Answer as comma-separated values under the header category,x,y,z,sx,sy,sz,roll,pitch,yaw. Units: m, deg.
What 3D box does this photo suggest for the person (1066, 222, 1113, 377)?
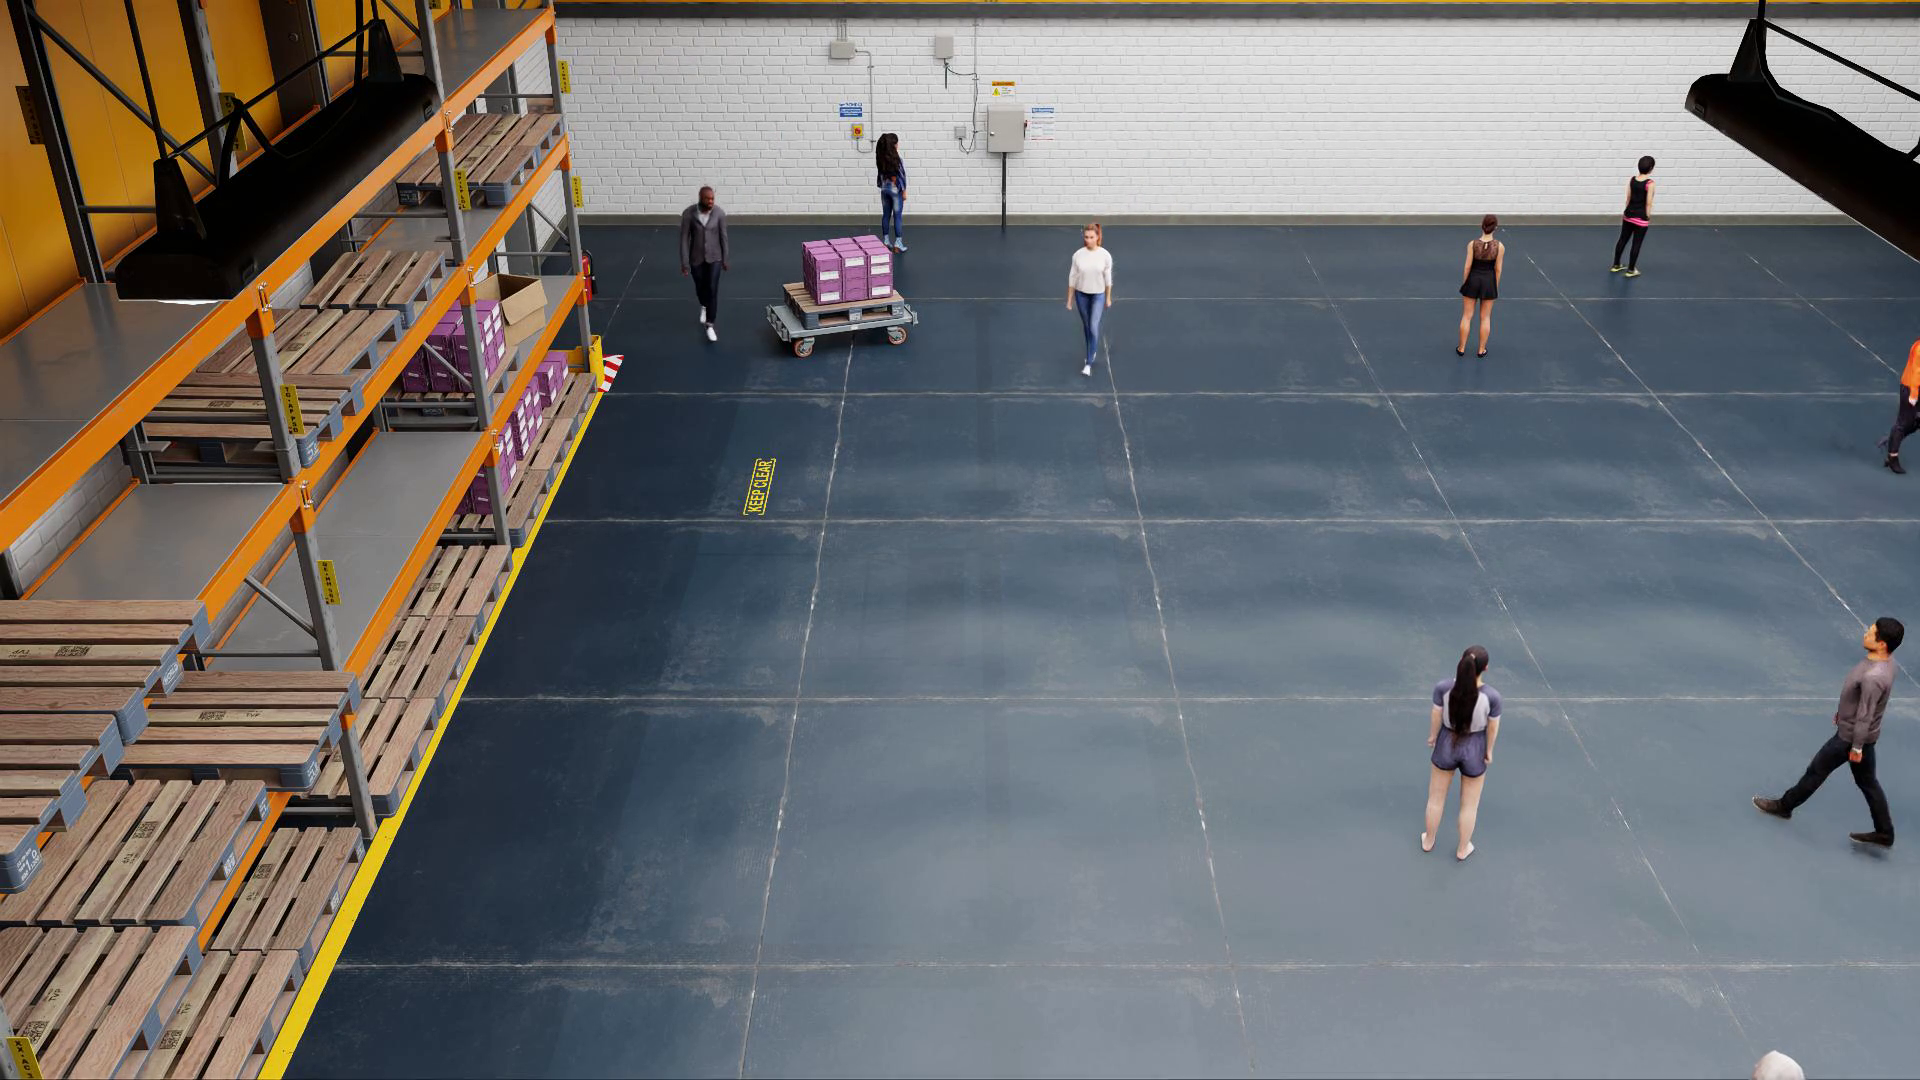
category,x,y,z,sx,sy,sz,roll,pitch,yaw
person,1.482,-2.735,18.697,0.825,1.679,1.123,8,30,15

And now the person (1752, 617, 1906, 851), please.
category,x,y,z,sx,sy,sz,roll,pitch,yaw
person,6.122,1.339,11.185,1.178,1.722,1.160,-20,34,-32

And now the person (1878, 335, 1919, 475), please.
category,x,y,z,sx,sy,sz,roll,pitch,yaw
person,9.343,-1.504,16.378,0.760,1.741,0.807,-18,33,-29

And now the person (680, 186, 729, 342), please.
category,x,y,z,sx,sy,sz,roll,pitch,yaw
person,-3.017,-3.323,19.672,0.762,1.780,1.174,-1,29,-2

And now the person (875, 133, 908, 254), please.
category,x,y,z,sx,sy,sz,roll,pitch,yaw
person,-0.910,-4.665,22.304,0.695,1.616,0.722,18,33,30

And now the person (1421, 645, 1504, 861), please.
category,x,y,z,sx,sy,sz,roll,pitch,yaw
person,3.350,1.416,11.118,0.667,1.650,0.658,12,31,21

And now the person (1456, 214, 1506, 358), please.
category,x,y,z,sx,sy,sz,roll,pitch,yaw
person,5.951,-2.918,19.038,0.639,1.675,0.641,8,30,14

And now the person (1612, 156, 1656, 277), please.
category,x,y,z,sx,sy,sz,roll,pitch,yaw
person,8.755,-4.205,21.527,0.665,1.551,0.571,-15,32,-25
